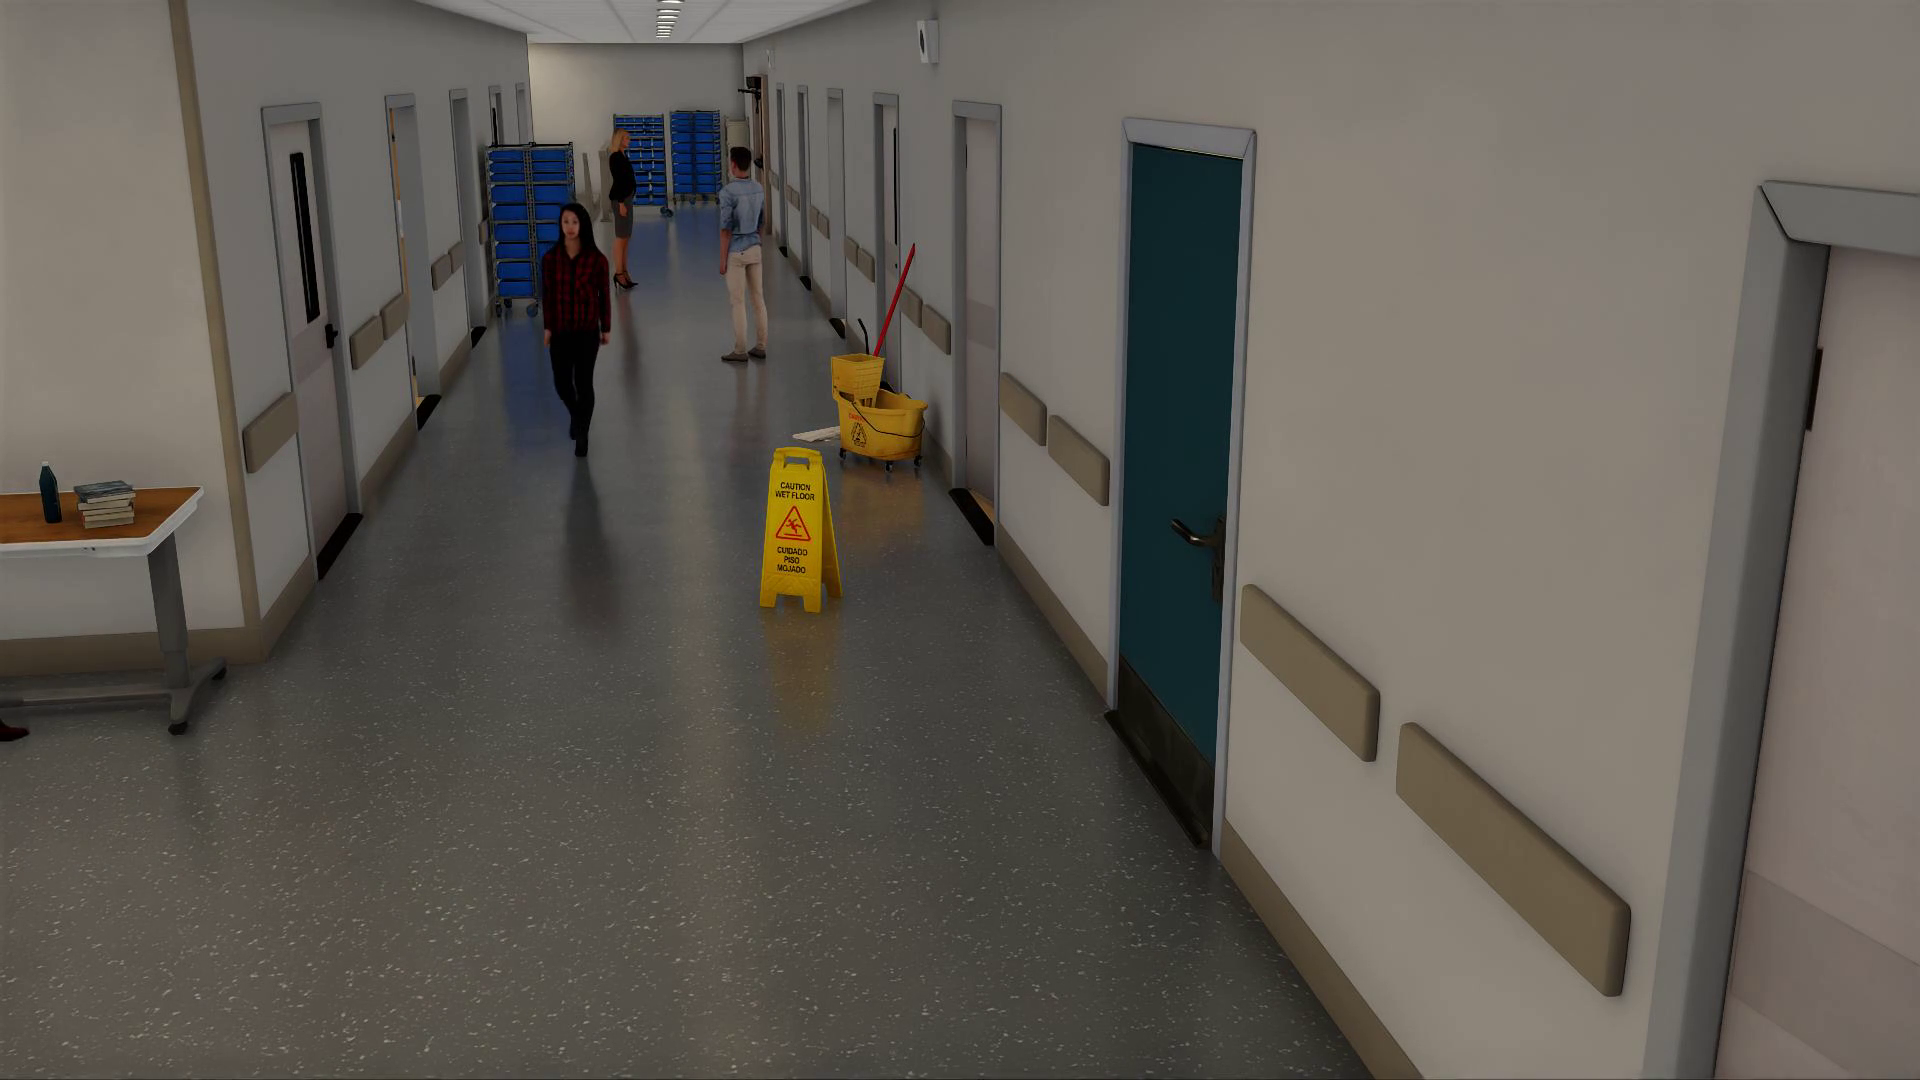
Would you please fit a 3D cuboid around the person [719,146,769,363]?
[{"bbox_3d":[-1.896,-2.506,14.570,0.766,1.848,0.731,13,21,39],"label":"person"}]

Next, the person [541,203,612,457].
[{"bbox_3d":[-2.534,-1.389,10.982,0.608,1.645,0.667,-2,16,-7],"label":"person"}]

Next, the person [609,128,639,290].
[{"bbox_3d":[-3.955,-3.875,19.435,0.693,1.843,0.533,0,16,0],"label":"person"}]
